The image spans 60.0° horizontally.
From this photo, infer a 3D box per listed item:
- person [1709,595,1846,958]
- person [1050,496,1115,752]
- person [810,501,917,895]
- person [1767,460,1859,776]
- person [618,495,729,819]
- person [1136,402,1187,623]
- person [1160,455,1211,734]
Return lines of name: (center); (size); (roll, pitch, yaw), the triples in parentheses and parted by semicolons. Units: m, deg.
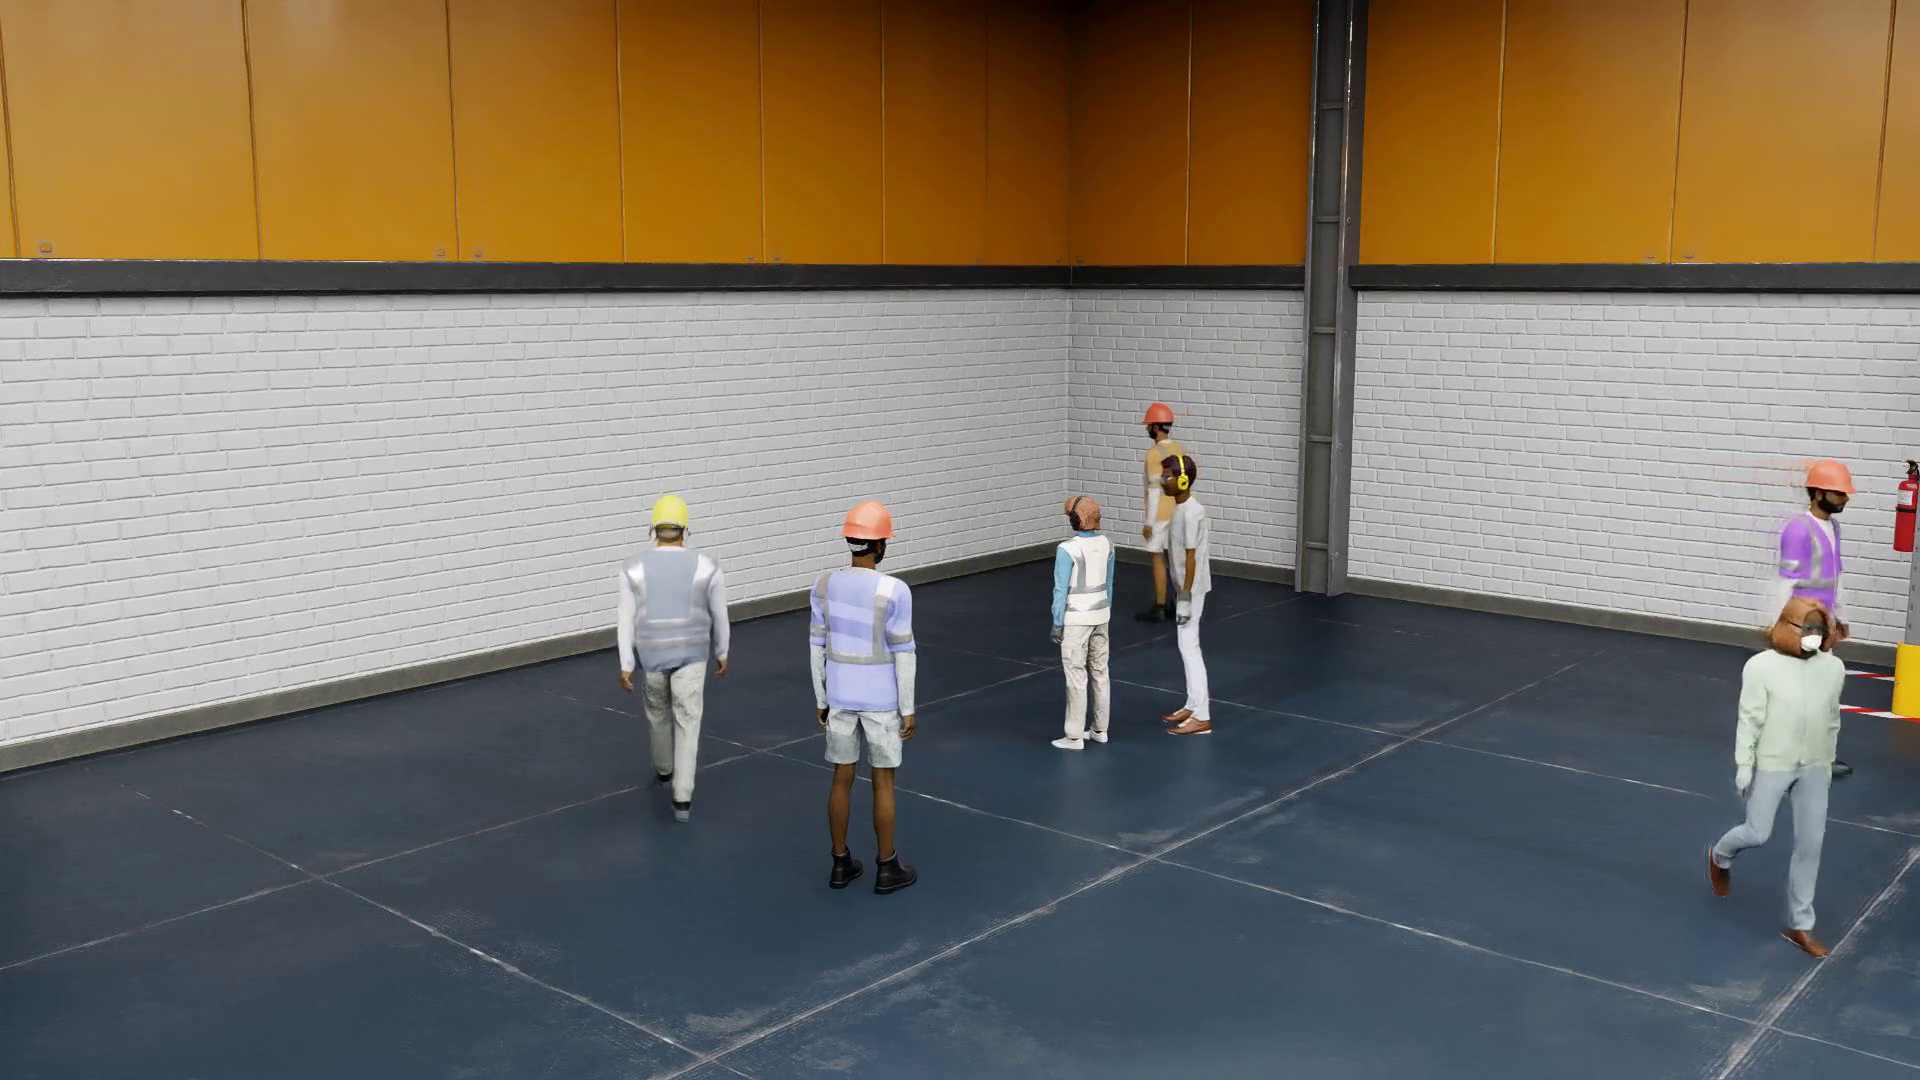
person: (3.761, 1.022, 7.647); (0.500, 1.608, 0.725); (-1, 9, -4)
person: (0.795, 0.531, 10.658); (0.512, 1.634, 0.313); (-9, 13, -44)
person: (-0.460, 0.770, 8.202); (0.549, 1.936, 0.376); (4, 10, 23)
person: (5.273, 0.471, 10.153); (0.593, 1.908, 0.748); (-8, 12, -41)
person: (-1.629, 0.635, 9.519); (0.616, 1.782, 0.921); (-1, 9, -7)
person: (1.745, -0.239, 14.555); (0.376, 1.934, 0.552); (7, 11, 37)
person: (1.497, 0.357, 11.073); (0.350, 1.859, 0.506); (0, 9, -2)
